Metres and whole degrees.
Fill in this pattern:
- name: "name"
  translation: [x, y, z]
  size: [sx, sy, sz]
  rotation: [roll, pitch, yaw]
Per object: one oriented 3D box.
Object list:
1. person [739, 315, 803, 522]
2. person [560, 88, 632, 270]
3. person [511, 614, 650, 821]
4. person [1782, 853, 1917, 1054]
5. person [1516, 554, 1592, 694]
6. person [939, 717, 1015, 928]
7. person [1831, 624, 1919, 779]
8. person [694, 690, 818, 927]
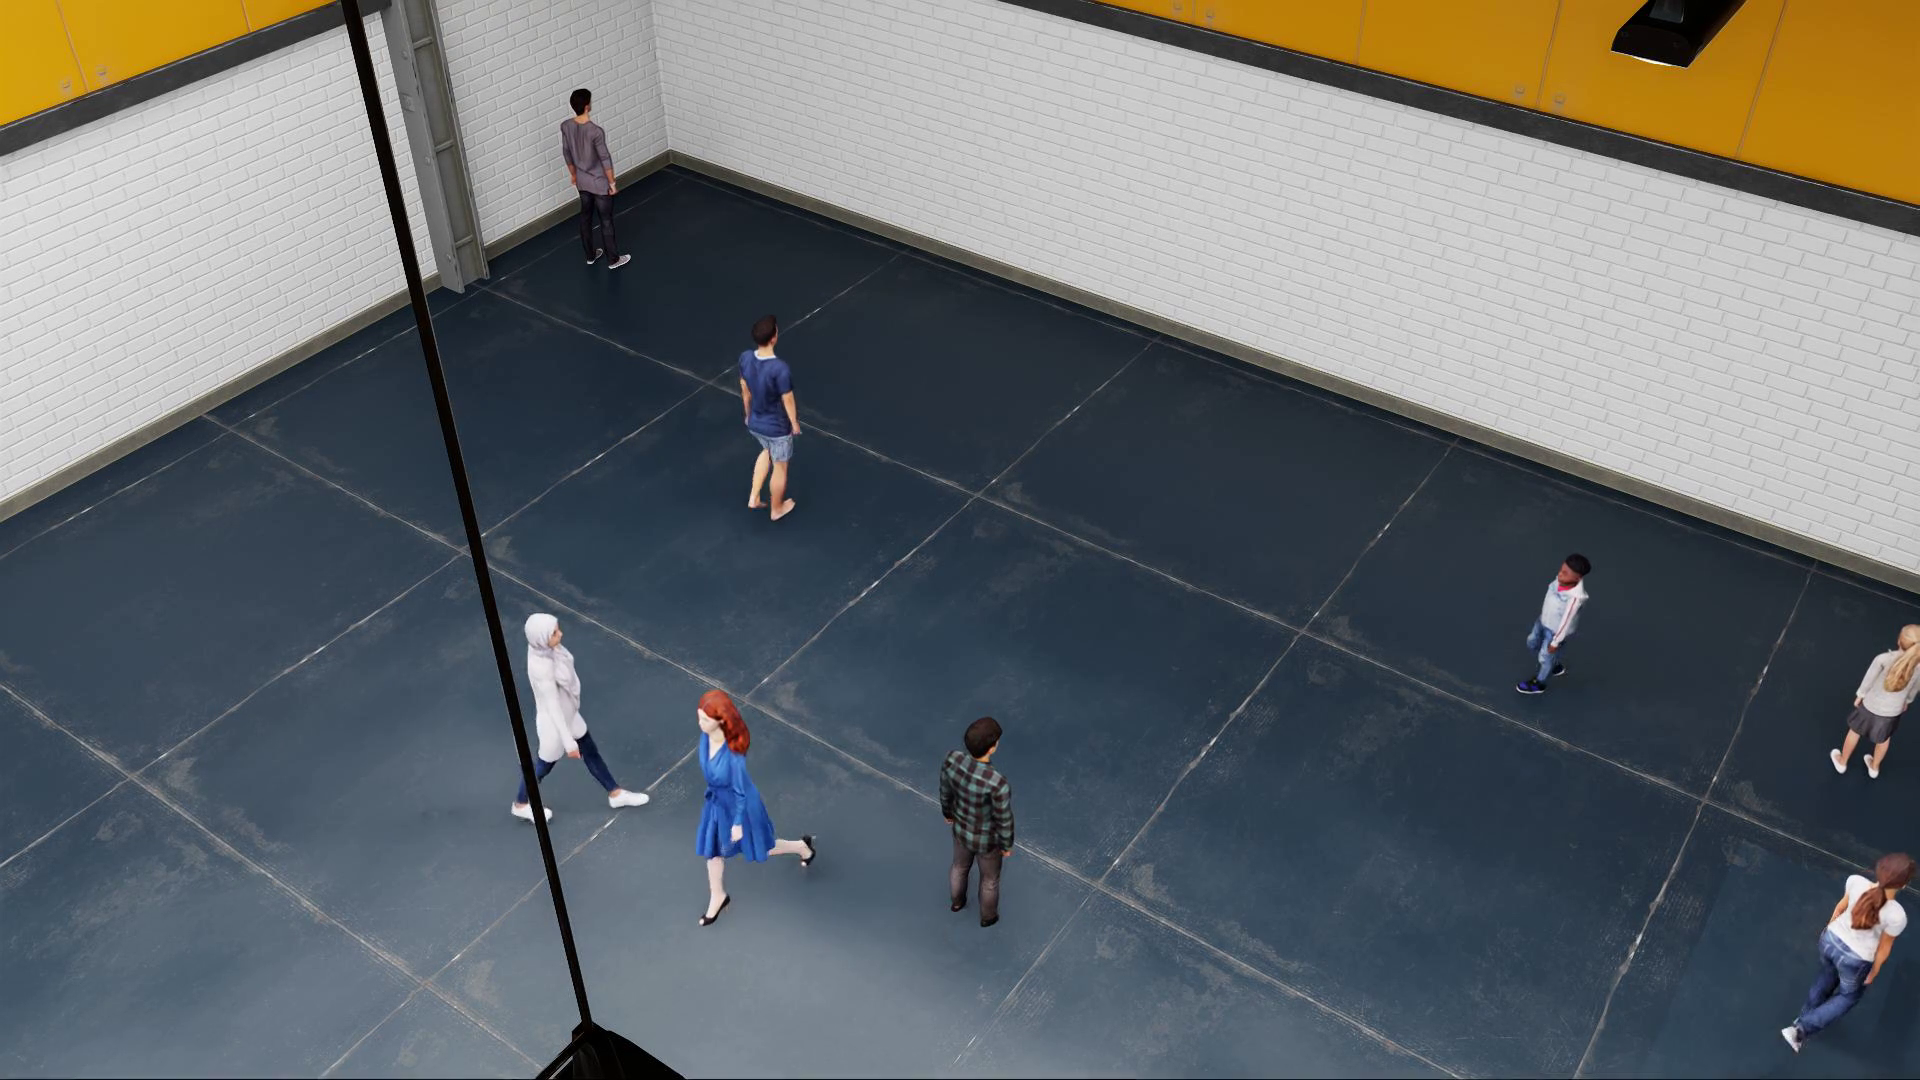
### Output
- name: "person"
  translation: [-1.552, -0.900, 13.164]
  size: [0.597, 1.839, 0.660]
  rotation: [23, 44, 26]
- name: "person"
  translation: [-3.655, -3.590, 16.522]
  size: [0.714, 1.852, 0.592]
  rotation: [16, 41, 19]
- name: "person"
  translation: [-2.663, 1.186, 10.643]
  size: [1.148, 1.724, 1.155]
  rotation: [-2, 39, -3]
- name: "person"
  translation: [4.959, 2.333, 9.347]
  size: [0.891, 1.551, 0.753]
  rotation: [-18, 42, -21]
- name: "person"
  translation: [4.274, 0.587, 11.770]
  size: [0.689, 1.256, 0.631]
  rotation: [-1, 39, -1]
- name: "person"
  translation: [0.095, 1.728, 10.112]
  size: [0.679, 1.714, 0.508]
  rotation: [25, 45, 28]
- name: "person"
  translation: [6.198, 1.076, 11.144]
  size: [0.582, 1.272, 0.609]
  rotation: [9, 39, 11]
- name: "person"
  translation: [-1.283, 1.589, 10.080]
  size: [1.180, 1.798, 0.835]
  rotation: [-27, 46, -30]
